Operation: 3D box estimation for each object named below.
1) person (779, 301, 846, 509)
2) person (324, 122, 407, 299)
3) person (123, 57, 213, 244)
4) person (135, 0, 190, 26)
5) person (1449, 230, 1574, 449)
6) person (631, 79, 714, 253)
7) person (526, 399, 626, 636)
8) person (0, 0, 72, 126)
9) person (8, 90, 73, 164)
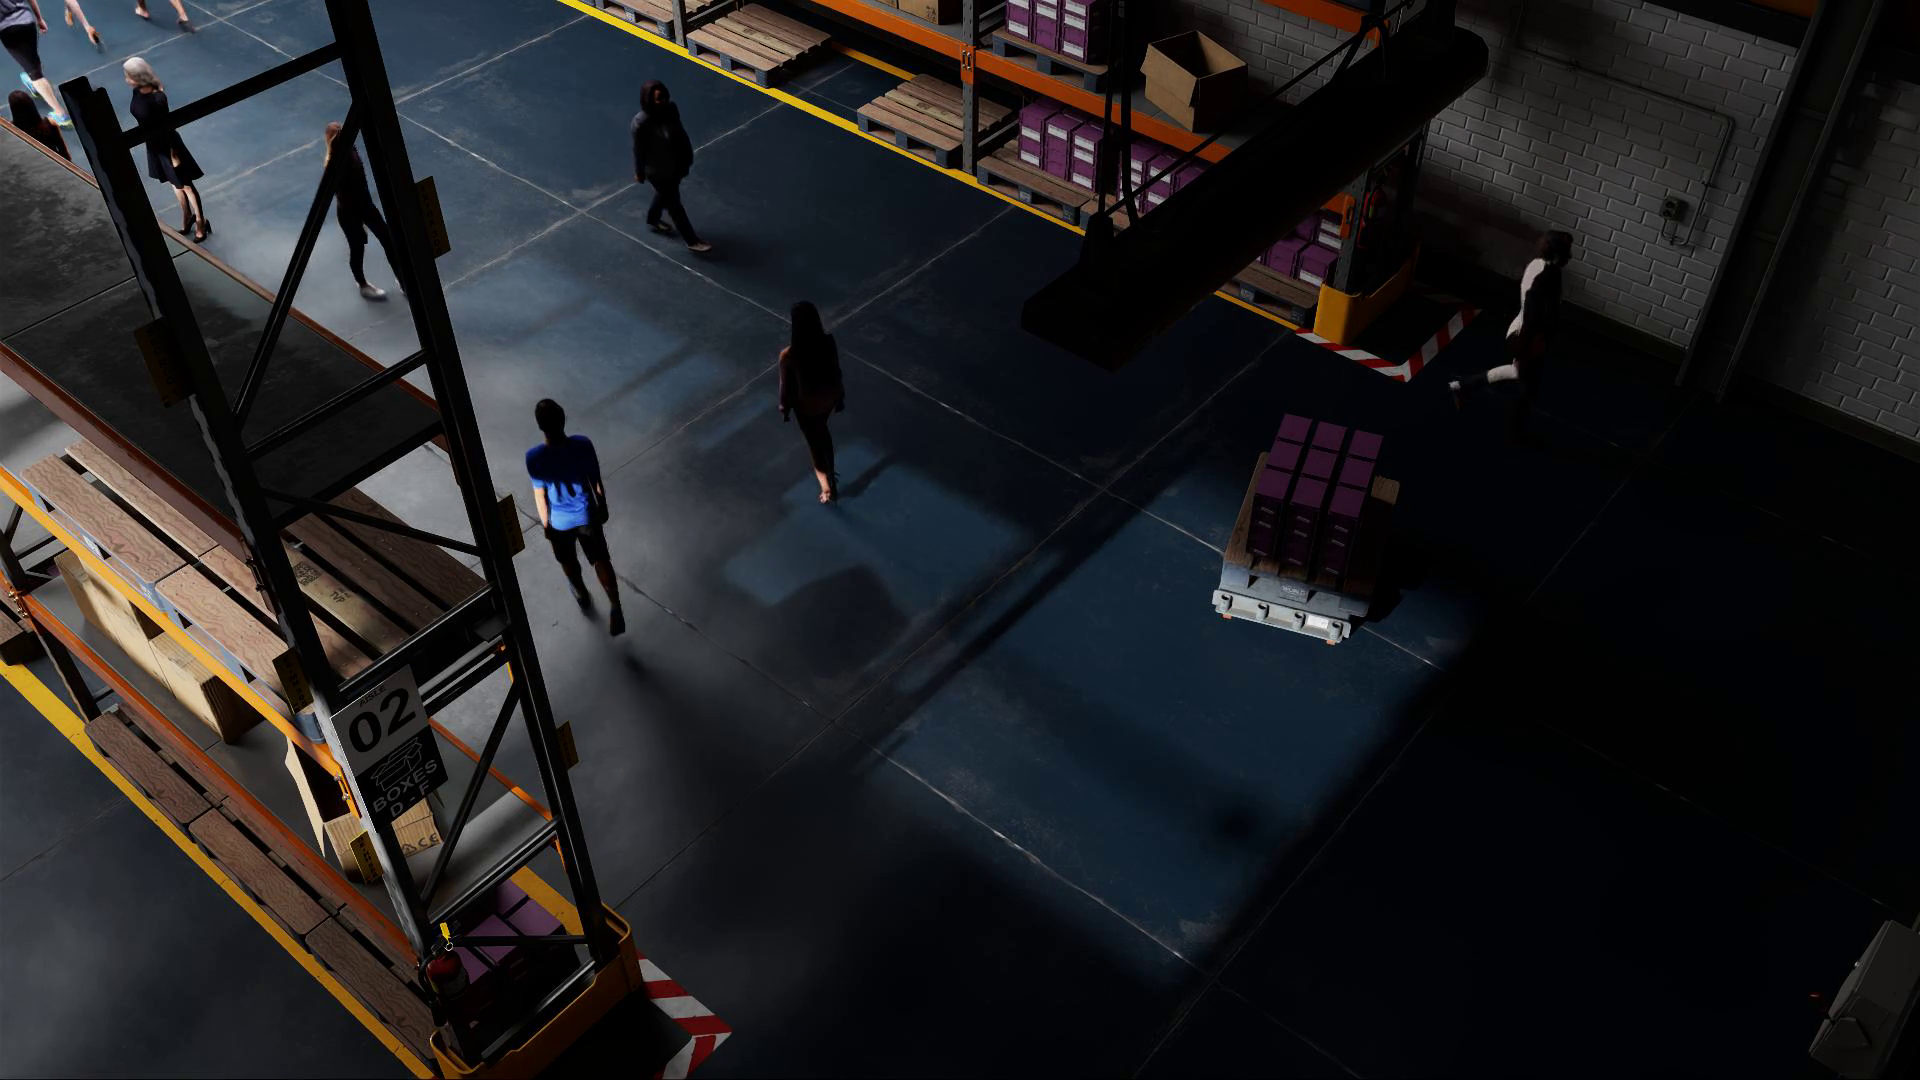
[{"bbox_3d":[-0.983,-0.896,11.871,0.706,1.798,0.690,-24,49,-24],"label":"person"},{"bbox_3d":[-5.112,-2.736,13.885,0.964,1.684,0.860,8,44,9],"label":"person"},{"bbox_3d":[-6.951,-3.417,14.553,0.511,1.749,0.662,27,50,25],"label":"person"},{"bbox_3d":[-8.617,-6.216,17.531,1.089,1.693,0.658,27,50,26],"label":"person"},{"bbox_3d":[4.185,-1.522,12.473,1.134,1.874,0.889,16,46,16],"label":"person"},{"bbox_3d":[-2.631,-3.297,14.565,1.104,1.558,0.808,21,48,21],"label":"person"},{"bbox_3d":[-2.536,-0.112,11.010,0.879,1.849,1.157,-20,47,-20],"label":"person"},{"bbox_3d":[-9.033,-4.867,16.019,1.223,1.826,0.656,28,50,26],"label":"person"},{"bbox_3d":[-7.742,-3.070,14.232,0.549,1.689,0.582,28,50,27],"label":"person"}]
